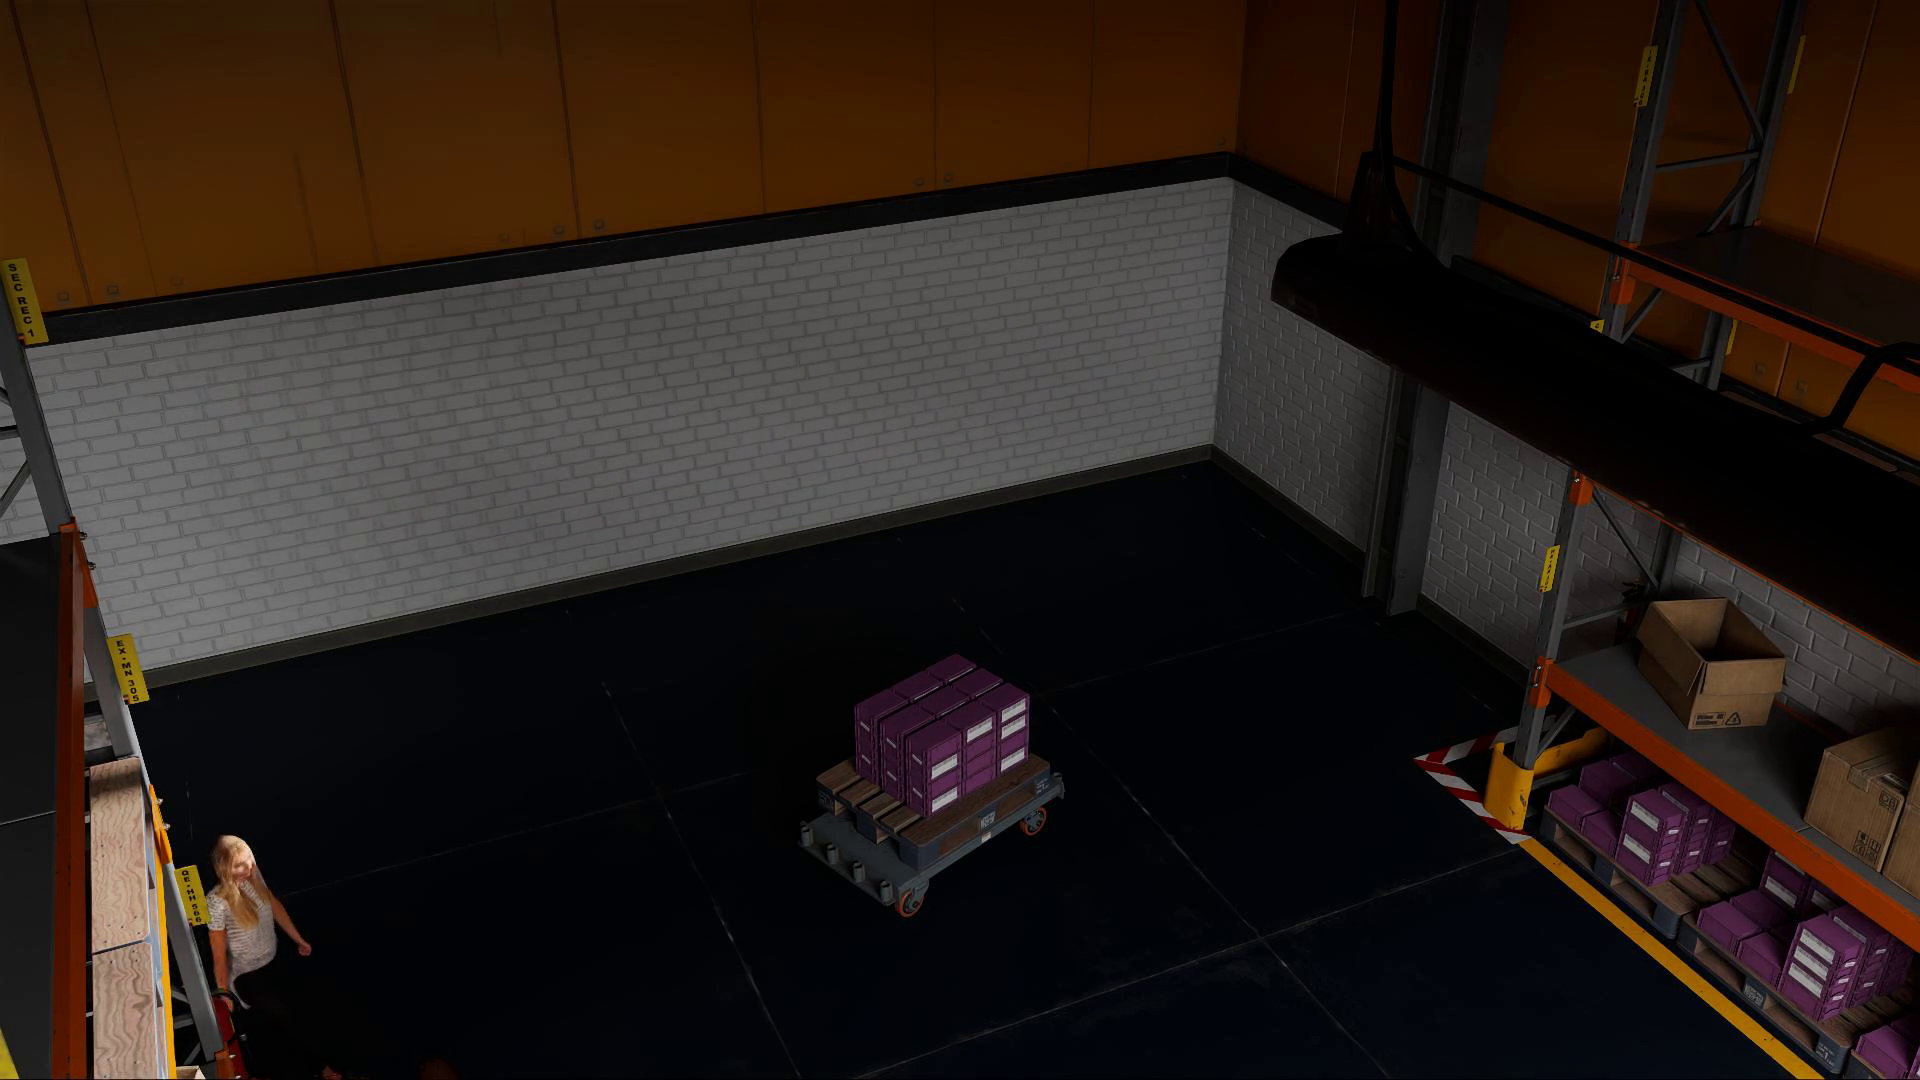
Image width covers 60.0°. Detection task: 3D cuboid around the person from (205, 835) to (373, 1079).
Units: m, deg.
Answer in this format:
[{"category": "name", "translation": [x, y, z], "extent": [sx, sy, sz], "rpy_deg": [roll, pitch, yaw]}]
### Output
[{"category": "person", "translation": [-3.878, 2.303, 8.844], "extent": [0.939, 1.789, 1.071], "rpy_deg": [-1, 29, -2]}]
